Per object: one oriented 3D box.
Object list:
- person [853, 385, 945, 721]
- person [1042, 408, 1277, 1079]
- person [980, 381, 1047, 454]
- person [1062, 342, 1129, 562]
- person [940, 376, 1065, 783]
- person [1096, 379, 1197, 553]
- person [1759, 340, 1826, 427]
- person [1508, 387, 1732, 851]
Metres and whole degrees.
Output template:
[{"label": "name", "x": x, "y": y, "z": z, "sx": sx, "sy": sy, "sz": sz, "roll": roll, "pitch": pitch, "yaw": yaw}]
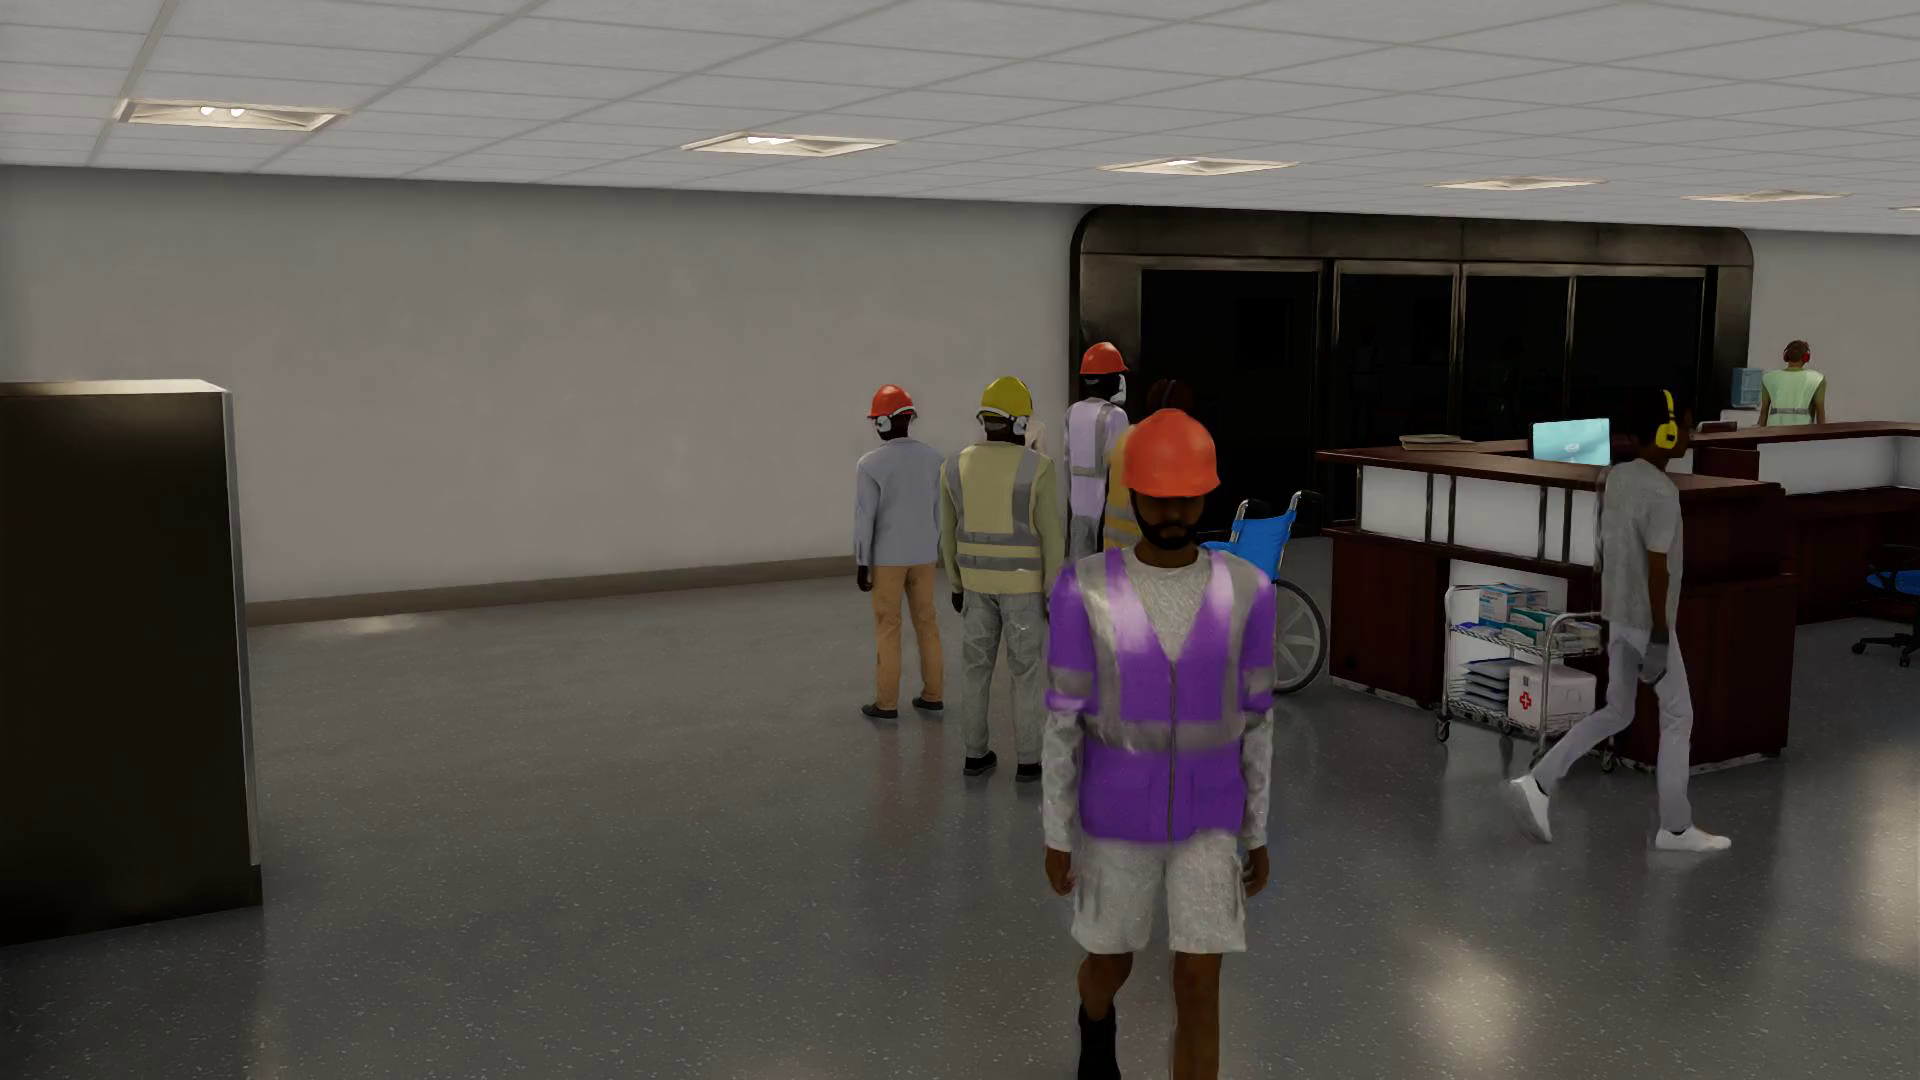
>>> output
[{"label": "person", "x": -0.332, "y": 0.062, "z": 8.716, "sx": 0.559, "sy": 1.743, "sz": 0.365, "roll": -6, "pitch": 10, "yaw": -37}, {"label": "person", "x": 0.470, "y": 0.631, "z": 3.993, "sx": 0.559, "sy": 1.912, "sz": 0.864, "roll": 0, "pitch": 8, "yaw": -2}, {"label": "person", "x": 0.386, "y": -0.340, "z": 12.052, "sx": 0.504, "sy": 1.627, "sz": 0.285, "roll": -1, "pitch": 8, "yaw": -8}, {"label": "person", "x": 0.834, "y": -0.189, "z": 9.797, "sx": 0.354, "sy": 1.942, "sz": 0.545, "roll": -6, "pitch": 10, "yaw": -35}, {"label": "person", "x": 0.206, "y": 0.180, "z": 7.524, "sx": 0.590, "sy": 1.833, "sz": 0.404, "roll": 4, "pitch": 9, "yaw": 26}, {"label": "person", "x": 0.918, "y": 0.112, "z": 8.141, "sx": 0.458, "sy": 1.804, "sz": 0.656, "roll": -2, "pitch": 8, "yaw": -15}, {"label": "person", "x": 7.995, "y": -0.997, "z": 16.006, "sx": 0.571, "sy": 1.840, "sz": 0.374, "roll": 5, "pitch": 9, "yaw": 34}, {"label": "person", "x": 2.607, "y": 0.320, "z": 6.496, "sx": 0.803, "sy": 1.845, "sz": 0.518, "roll": -1, "pitch": 8, "yaw": -8}]
